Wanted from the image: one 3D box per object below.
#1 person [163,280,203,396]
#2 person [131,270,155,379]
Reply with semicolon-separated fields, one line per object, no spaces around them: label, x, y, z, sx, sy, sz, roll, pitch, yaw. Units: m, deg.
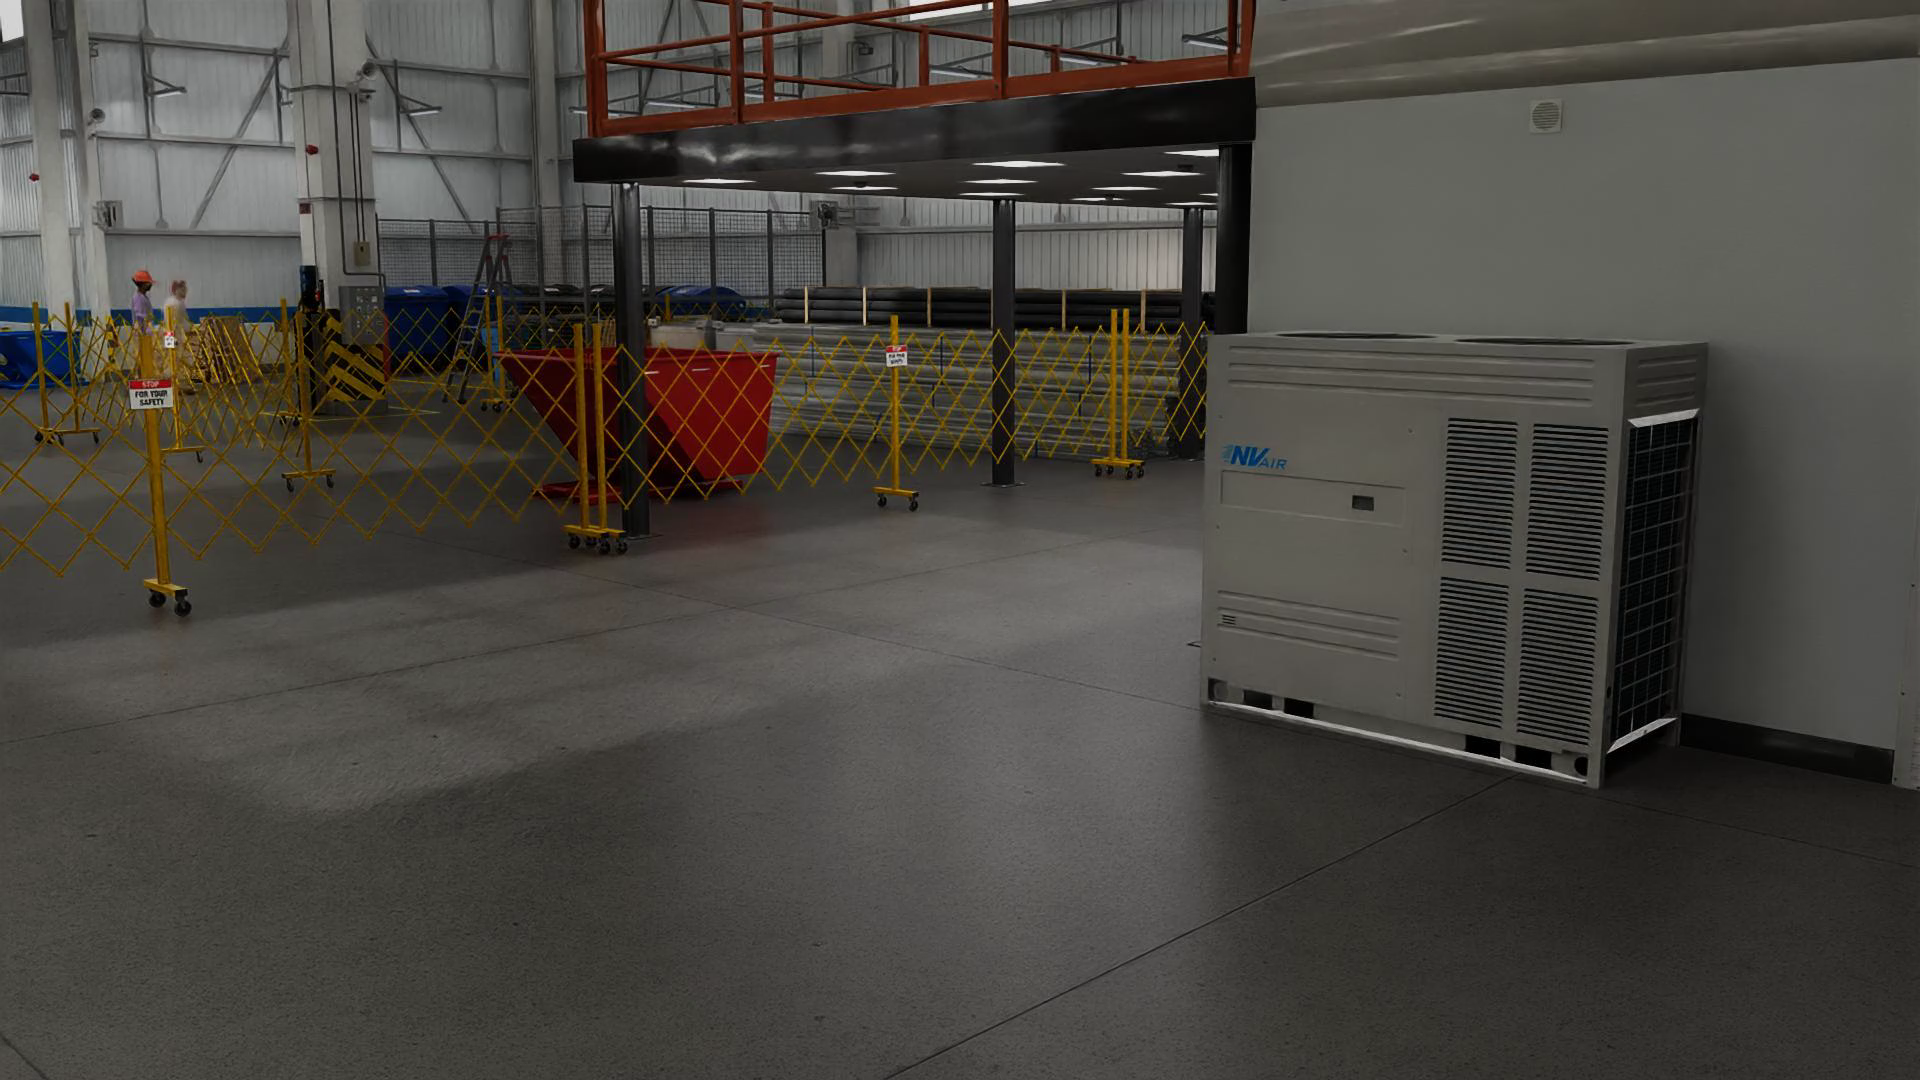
person;-12.686;-3.288;27.157;0.670;1.880;0.646;-6;11;-34
person;-13.468;-3.427;27.516;0.396;2.042;0.611;-3;10;-17
